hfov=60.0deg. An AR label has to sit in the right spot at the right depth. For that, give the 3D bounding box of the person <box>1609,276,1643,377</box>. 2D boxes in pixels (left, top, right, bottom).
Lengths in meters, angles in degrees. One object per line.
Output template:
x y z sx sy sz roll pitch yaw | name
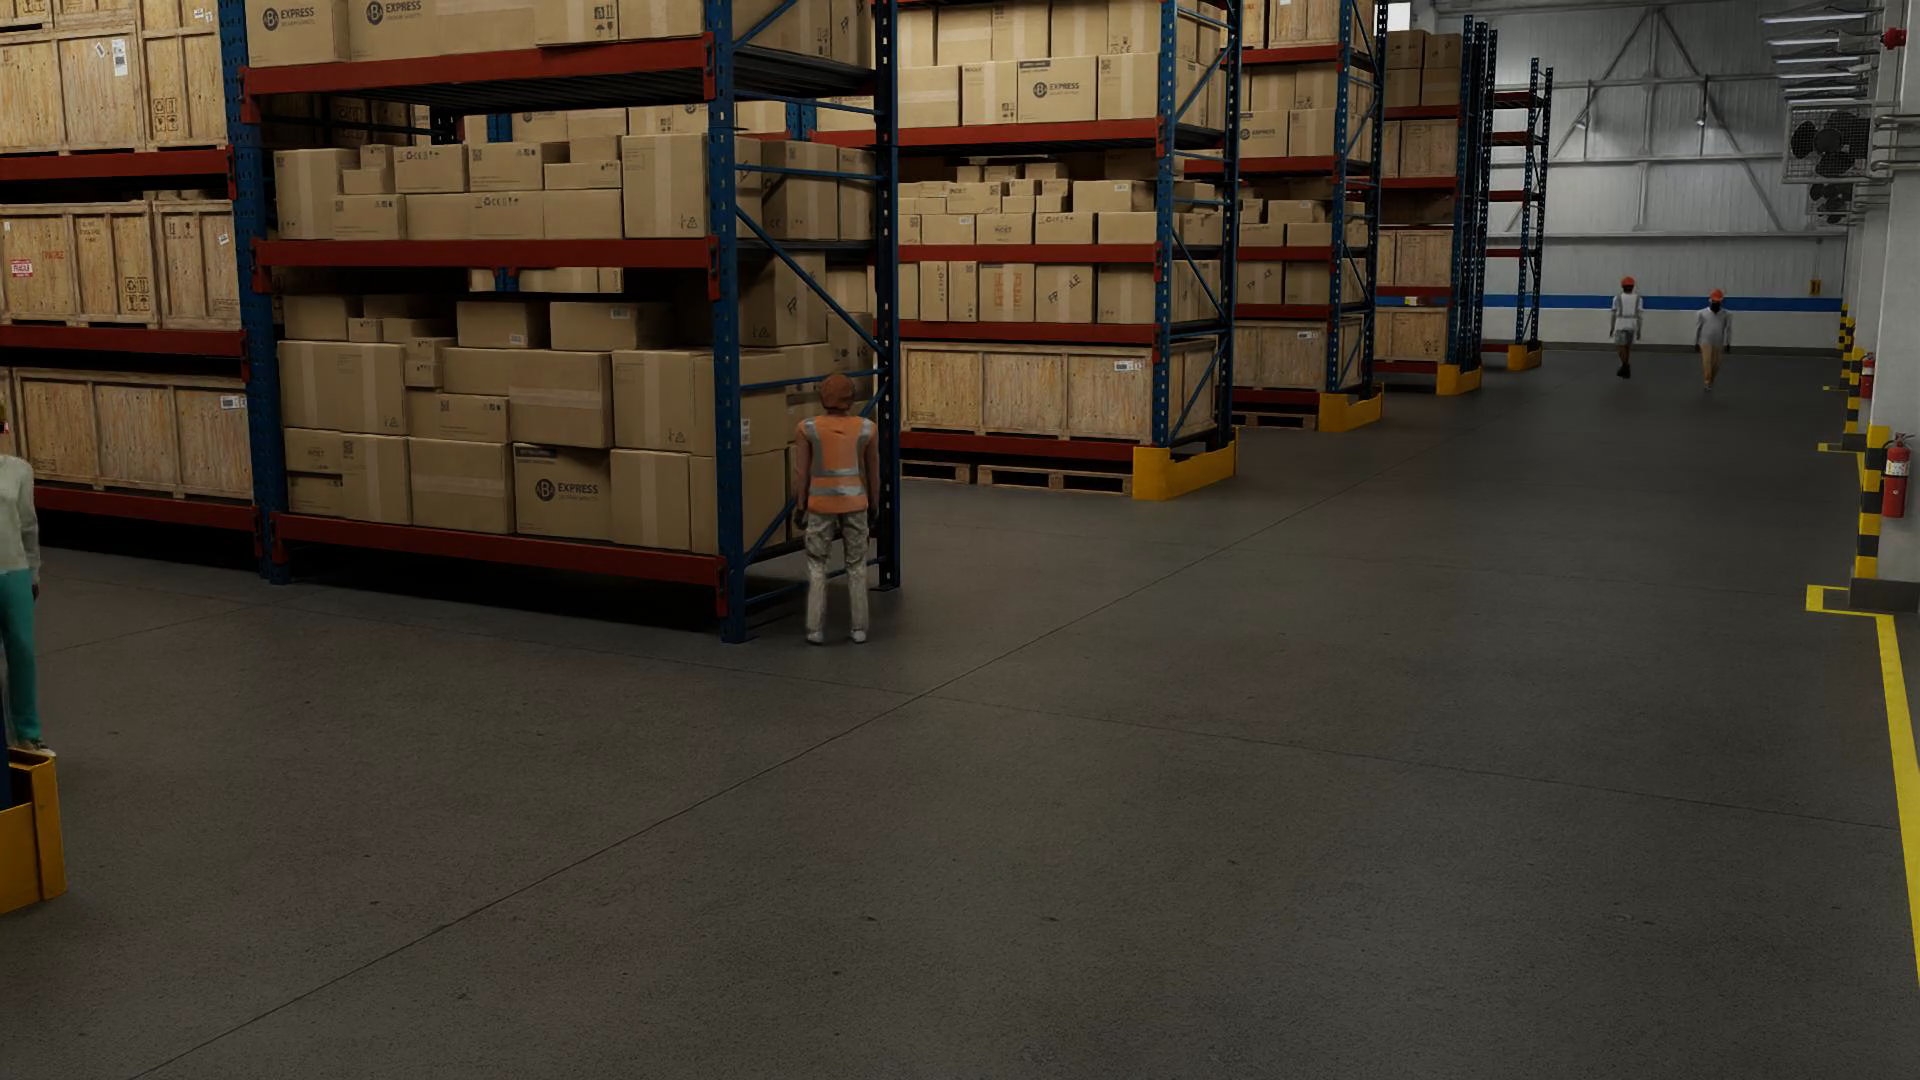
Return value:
12.489 -3.986 31.147 0.540 1.914 0.856 1 10 4 | person

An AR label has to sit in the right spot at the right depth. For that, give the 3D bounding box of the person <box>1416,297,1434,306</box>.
10.725 -5.233 38.432 0.460 1.883 0.674 6 12 33 | person

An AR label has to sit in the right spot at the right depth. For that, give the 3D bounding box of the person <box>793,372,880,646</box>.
-0.733 -0.177 9.891 0.518 1.631 0.314 -2 10 -11 | person

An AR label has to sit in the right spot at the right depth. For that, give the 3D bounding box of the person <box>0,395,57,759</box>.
-4.523 0.149 7.665 0.665 1.743 0.533 7 12 36 | person

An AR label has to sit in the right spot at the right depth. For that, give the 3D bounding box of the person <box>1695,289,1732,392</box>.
12.686 -3.363 28.043 0.568 1.734 0.603 3 10 14 | person
